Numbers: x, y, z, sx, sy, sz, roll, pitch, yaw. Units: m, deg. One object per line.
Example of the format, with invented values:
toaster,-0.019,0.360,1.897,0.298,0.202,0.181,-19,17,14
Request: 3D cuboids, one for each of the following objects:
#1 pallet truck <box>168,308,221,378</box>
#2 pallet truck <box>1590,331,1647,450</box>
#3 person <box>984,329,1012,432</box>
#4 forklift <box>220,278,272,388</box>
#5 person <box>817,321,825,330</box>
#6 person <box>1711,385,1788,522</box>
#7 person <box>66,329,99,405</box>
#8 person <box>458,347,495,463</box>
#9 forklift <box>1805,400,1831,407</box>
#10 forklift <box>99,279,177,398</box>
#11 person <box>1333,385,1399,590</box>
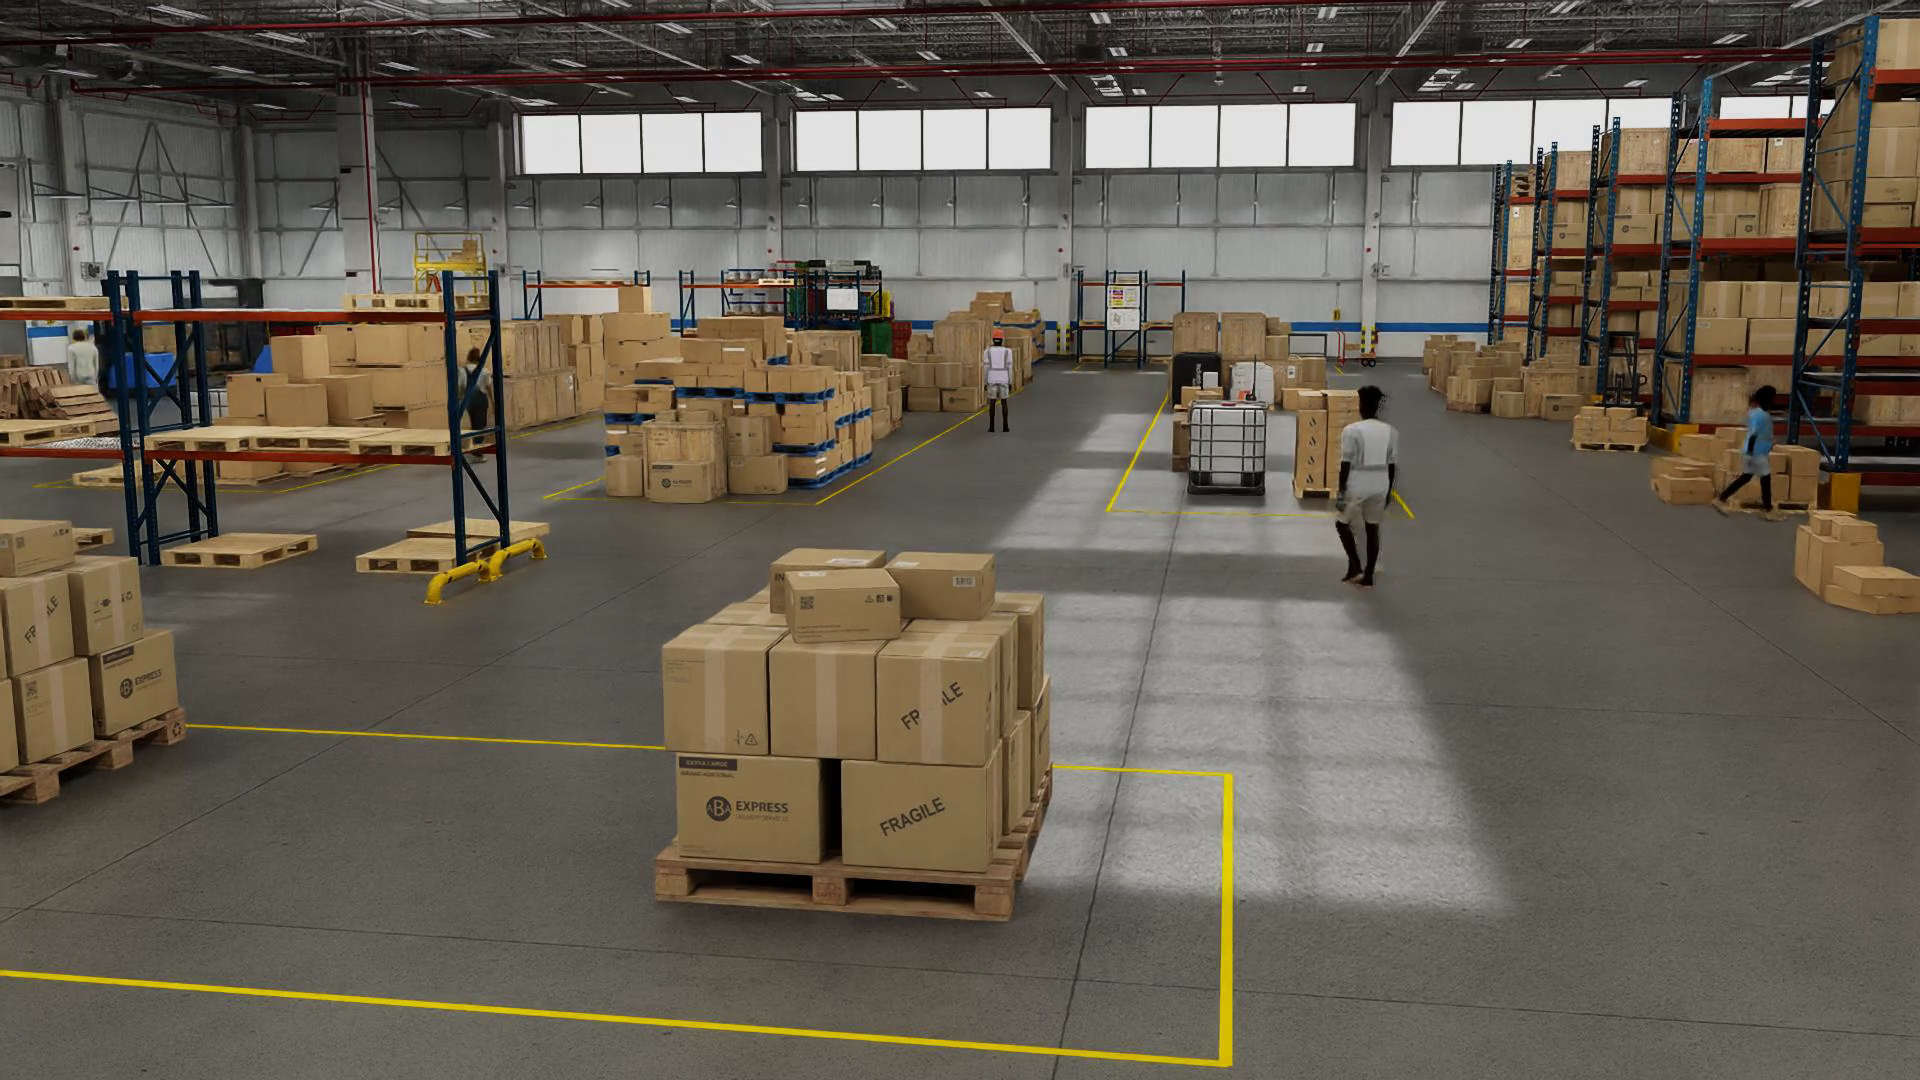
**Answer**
pallet truck,-21.869,-5.598,47.154,0.823,1.965,1.885,4,10,26
pallet truck,11.253,-2.573,28.499,0.823,1.965,1.885,5,10,27
person,0.713,-2.987,31.237,0.543,1.939,0.356,0,9,1
forklift,-18.085,-5.344,42.876,1.873,2.768,1.129,-3,10,-17
person,-3.142,-4.088,38.160,0.591,1.893,0.866,0,9,3
person,9.645,-1.065,20.261,0.868,1.660,0.529,6,11,31
person,-17.307,-3.225,32.878,1.037,1.888,0.634,8,12,39
person,-7.604,-2.120,26.202,0.531,1.837,0.522,1,9,3
forklift,19.582,-4.273,36.267,1.873,2.768,1.129,7,12,39
forklift,-19.606,-4.720,39.027,1.873,2.768,1.129,1,9,9
person,3.834,-0.488,15.776,0.650,1.951,0.427,-3,10,-17
